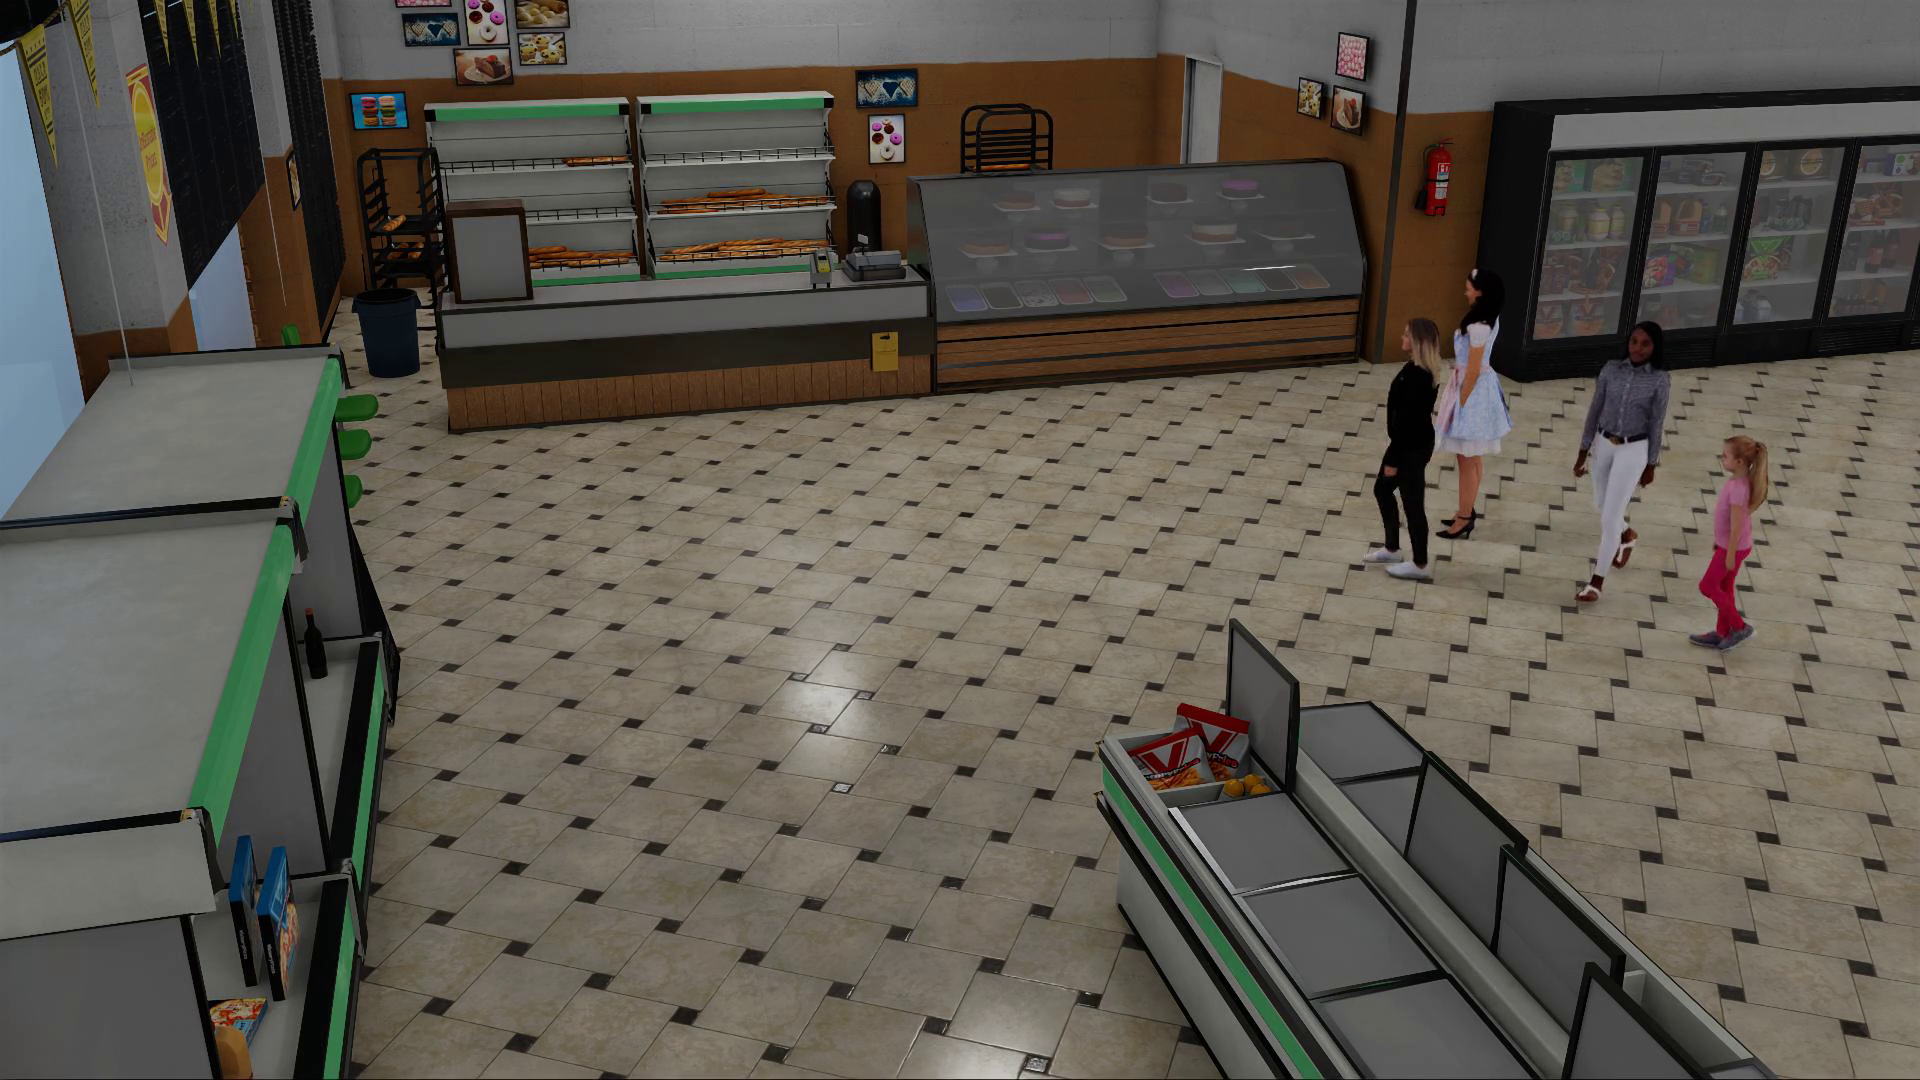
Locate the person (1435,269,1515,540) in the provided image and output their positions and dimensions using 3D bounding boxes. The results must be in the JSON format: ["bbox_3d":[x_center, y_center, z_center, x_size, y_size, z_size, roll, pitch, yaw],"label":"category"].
[{"bbox_3d":[3.367,-0.887,10.945,0.917,1.810,0.853,10,24,24],"label":"person"}]

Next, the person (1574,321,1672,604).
[{"bbox_3d":[4.055,-0.506,10.154,0.998,1.693,1.141,-18,28,-38],"label":"person"}]

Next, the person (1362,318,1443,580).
[{"bbox_3d":[2.878,-0.500,10.258,0.834,1.606,0.759,7,23,16],"label":"person"}]

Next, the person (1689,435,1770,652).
[{"bbox_3d":[4.419,0.038,9.378,0.706,1.263,0.646,10,24,24],"label":"person"}]
